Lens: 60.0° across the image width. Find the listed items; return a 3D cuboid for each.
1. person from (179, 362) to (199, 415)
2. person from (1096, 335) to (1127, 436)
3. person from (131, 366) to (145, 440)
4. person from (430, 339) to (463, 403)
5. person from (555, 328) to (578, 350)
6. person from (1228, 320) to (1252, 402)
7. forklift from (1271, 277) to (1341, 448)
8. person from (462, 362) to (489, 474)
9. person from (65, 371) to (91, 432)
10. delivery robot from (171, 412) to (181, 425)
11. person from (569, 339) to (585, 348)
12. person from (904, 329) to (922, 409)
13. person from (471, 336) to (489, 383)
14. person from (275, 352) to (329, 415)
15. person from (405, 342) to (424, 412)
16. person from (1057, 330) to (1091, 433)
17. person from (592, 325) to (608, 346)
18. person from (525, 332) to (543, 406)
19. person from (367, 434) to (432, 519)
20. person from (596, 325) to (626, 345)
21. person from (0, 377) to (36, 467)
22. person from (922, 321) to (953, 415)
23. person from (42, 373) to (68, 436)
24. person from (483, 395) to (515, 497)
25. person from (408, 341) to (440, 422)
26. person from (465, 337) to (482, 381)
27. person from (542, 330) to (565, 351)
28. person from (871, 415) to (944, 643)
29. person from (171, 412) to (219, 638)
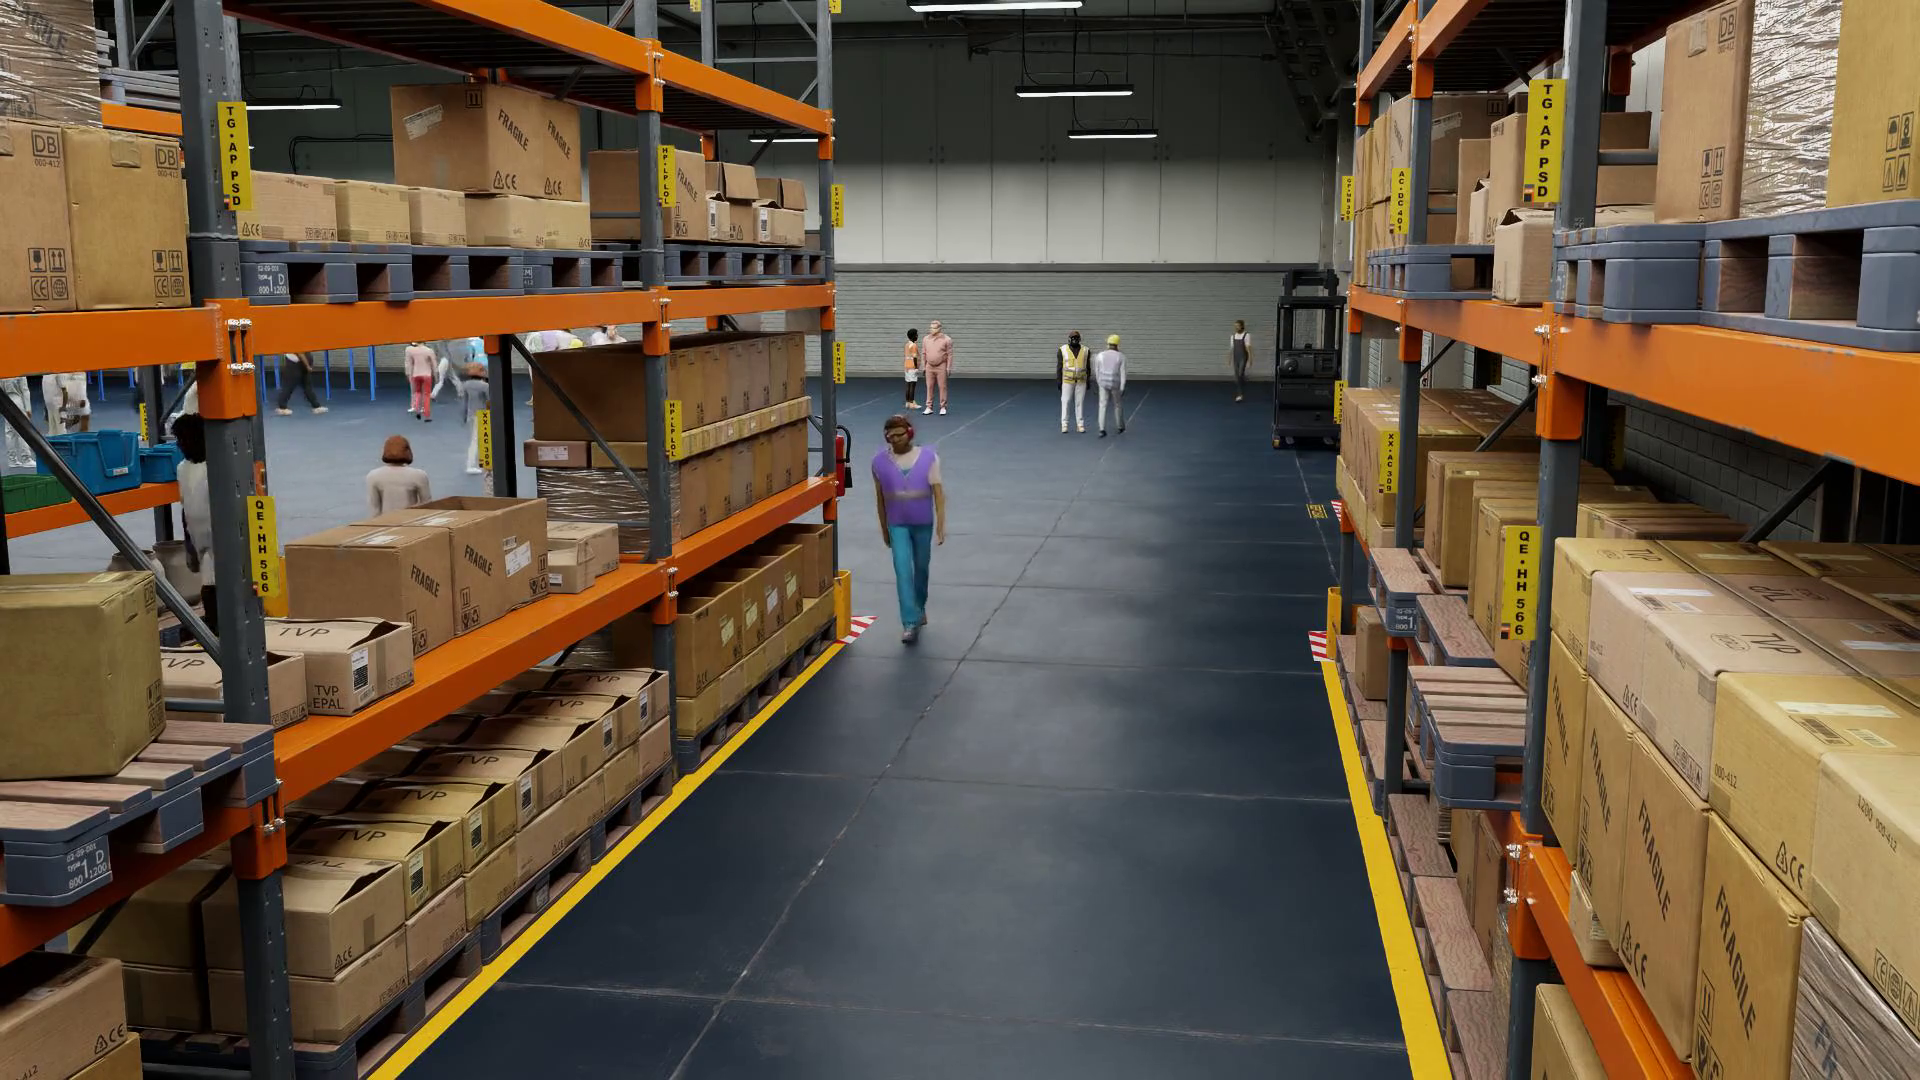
[{"bbox_3d":[-10.644,-1.663,23.076,0.916,1.720,0.530,-6,11,-32],"label":"person"},{"bbox_3d":[2.696,-2.753,29.595,0.594,1.773,0.956,3,10,20],"label":"person"},{"bbox_3d":[-14.158,-2.690,28.811,0.454,1.905,0.616,-4,10,-22],"label":"person"},{"bbox_3d":[-11.486,-3.991,36.954,1.050,1.881,0.644,-6,11,-32],"label":"person"},{"bbox_3d":[-8.608,-3.885,36.480,0.522,1.811,0.982,1,9,5],"label":"person"},{"bbox_3d":[6.213,-3.994,37.104,0.557,1.824,0.597,8,12,42],"label":"person"},{"bbox_3d":[5.847,-3.016,27.970,1.129,2.768,1.873,1,9,9],"label":"forklift"},{"bbox_3d":[-6.939,-1.779,24.179,0.521,1.588,0.851,5,10,28],"label":"person"},{"bbox_3d":[-13.952,-2.310,26.136,0.631,2.017,0.623,6,11,35],"label":"person"},{"bbox_3d":[-13.704,-2.177,29.659,0.477,0.478,0.707,3,10,20],"label":"delivery robot"},{"bbox_3d":[-6.522,-2.560,28.481,0.336,1.757,0.518,-5,11,-29],"label":"person"},{"bbox_3d":[-1.005,-3.632,35.278,0.315,1.696,0.541,-3,10,-20],"label":"person"},{"bbox_3d":[-10.603,-3.888,36.927,0.527,1.669,0.694,-1,9,-7],"label":"person"},{"bbox_3d":[-13.497,-3.554,33.867,0.999,2.000,0.680,-3,10,-15],"label":"person"},{"bbox_3d":[-11.252,-3.464,34.439,0.497,1.632,0.289,1,9,8],"label":"person"},{"bbox_3d":[2.065,-2.868,30.119,0.633,1.842,0.429,-1,9,-9],"label":"person"},{"bbox_3d":[-8.010,-4.053,37.286,0.870,1.897,0.547,7,12,38],"label":"person"},{"bbox_3d":[-9.234,-3.872,36.013,0.402,1.937,0.603,-5,11,-29],"label":"person"},{"bbox_3d":[-4.593,-0.070,13.668,0.508,1.597,0.873,0,9,-2],"label":"person"},{"bbox_3d":[-6.839,-3.308,32.764,0.648,1.873,0.539,-2,9,-10],"label":"person"},{"bbox_3d":[-14.063,-1.957,24.816,0.483,1.738,0.313,2,10,14],"label":"person"},{"bbox_3d":[-0.479,-3.494,33.791,0.642,1.905,0.399,3,10,19],"label":"person"},{"bbox_3d":[-12.980,-1.860,23.840,0.521,1.864,0.336,7,11,35],"label":"person"},{"bbox_3d":[-4.911,-0.751,17.679,0.517,1.639,0.314,9,13,44],"label":"person"},{"bbox_3d":[-10.416,-3.172,32.290,0.543,1.750,0.400,1,9,5],"label":"person"},{"bbox_3d":[-11.801,-4.456,40.660,0.519,1.600,0.849,-7,11,-36],"label":"person"},{"bbox_3d":[-9.400,-4.281,38.625,0.612,1.907,0.408,2,9,11],"label":"person"},{"bbox_3d":[-0.422,-0.137,13.444,0.584,1.789,0.975,0,9,-3],"label":"person"},{"bbox_3d":[-5.414,0.009,12.212,0.689,1.948,0.792,6,11,32],"label":"person"}]
